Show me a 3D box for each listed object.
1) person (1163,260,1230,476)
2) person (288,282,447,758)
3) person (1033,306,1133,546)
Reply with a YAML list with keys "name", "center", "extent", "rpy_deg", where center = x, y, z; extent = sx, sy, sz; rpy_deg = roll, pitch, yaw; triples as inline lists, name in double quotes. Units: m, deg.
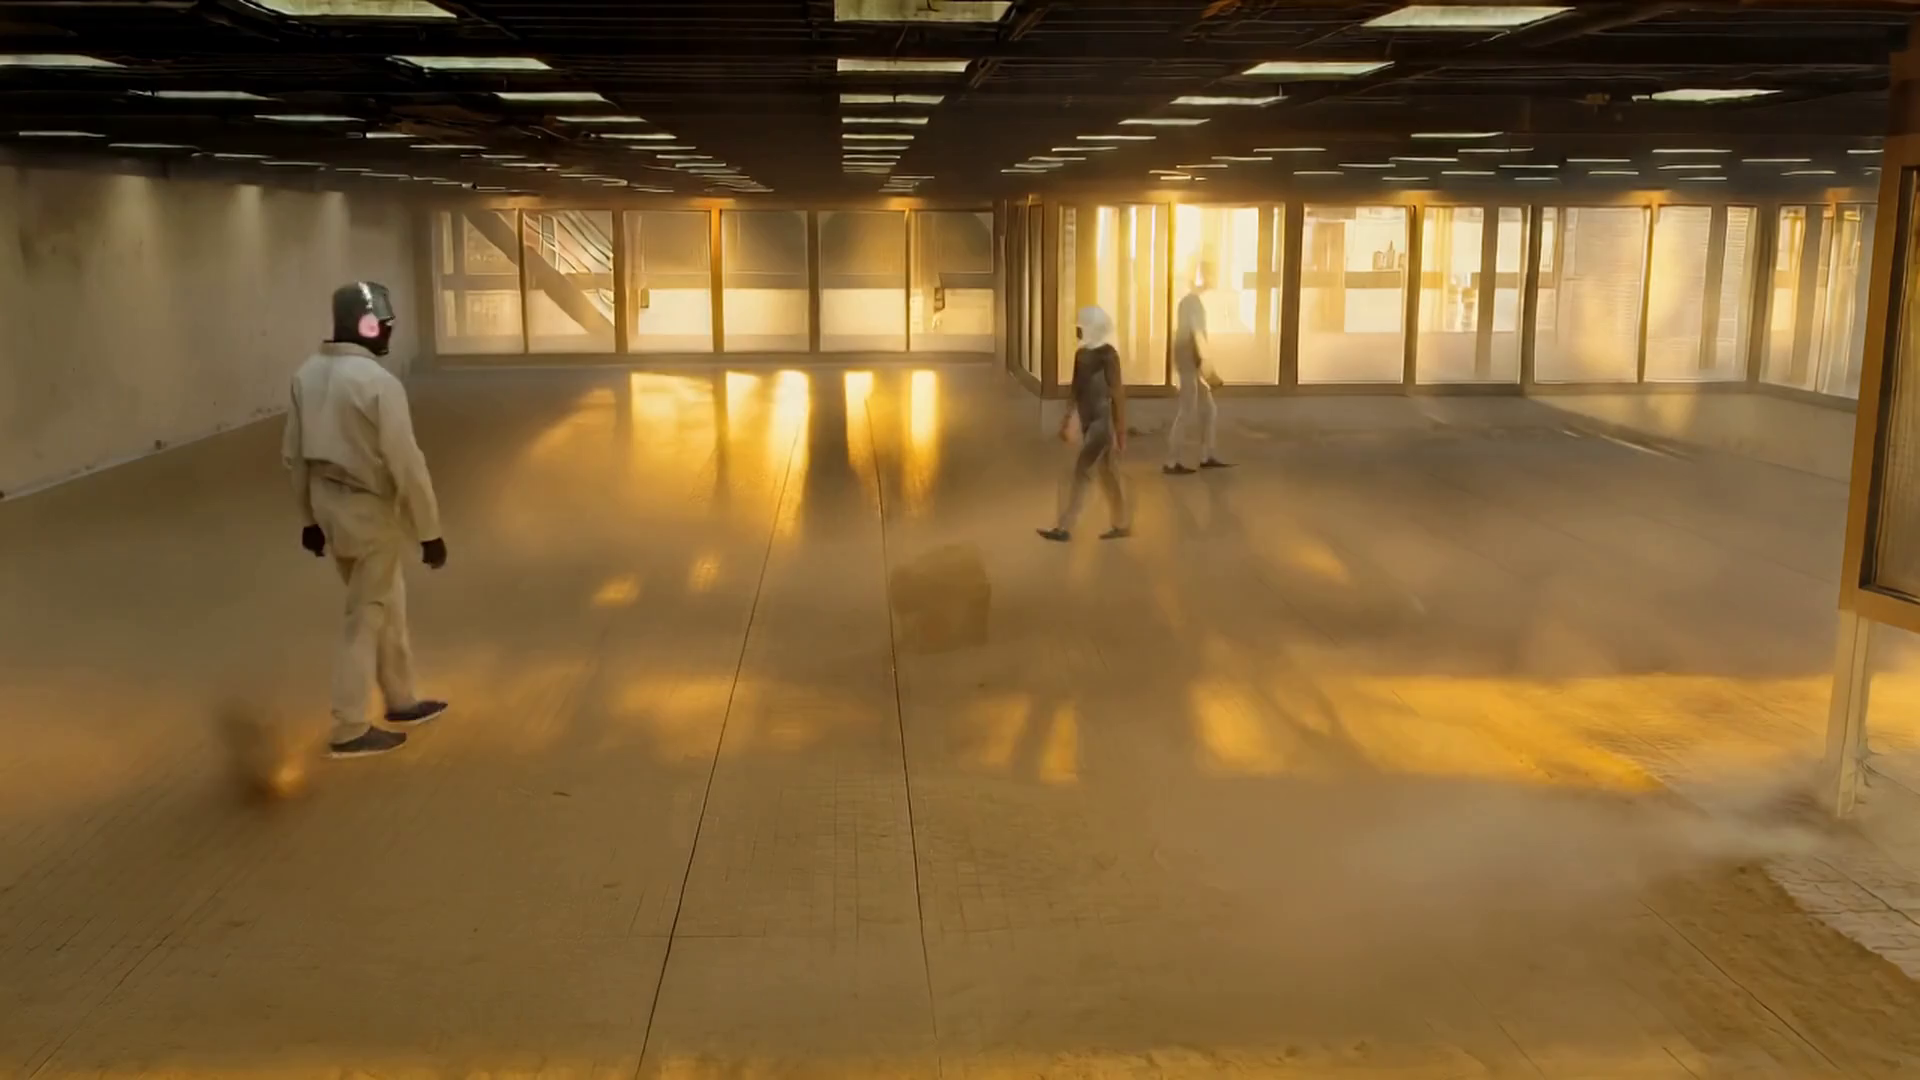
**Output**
- name: "person"
  center: [2.075, -1.443, 14.151]
  extent: [0.734, 1.845, 0.522]
  rpy_deg: [1, 11, 4]
- name: "person"
  center: [-2.284, -0.087, 6.712]
  extent: [0.685, 1.881, 0.762]
  rpy_deg: [9, 14, 41]
- name: "person"
  center: [0.838, -0.751, 11.098]
  extent: [0.840, 1.588, 0.521]
  rpy_deg: [-4, 11, -21]
